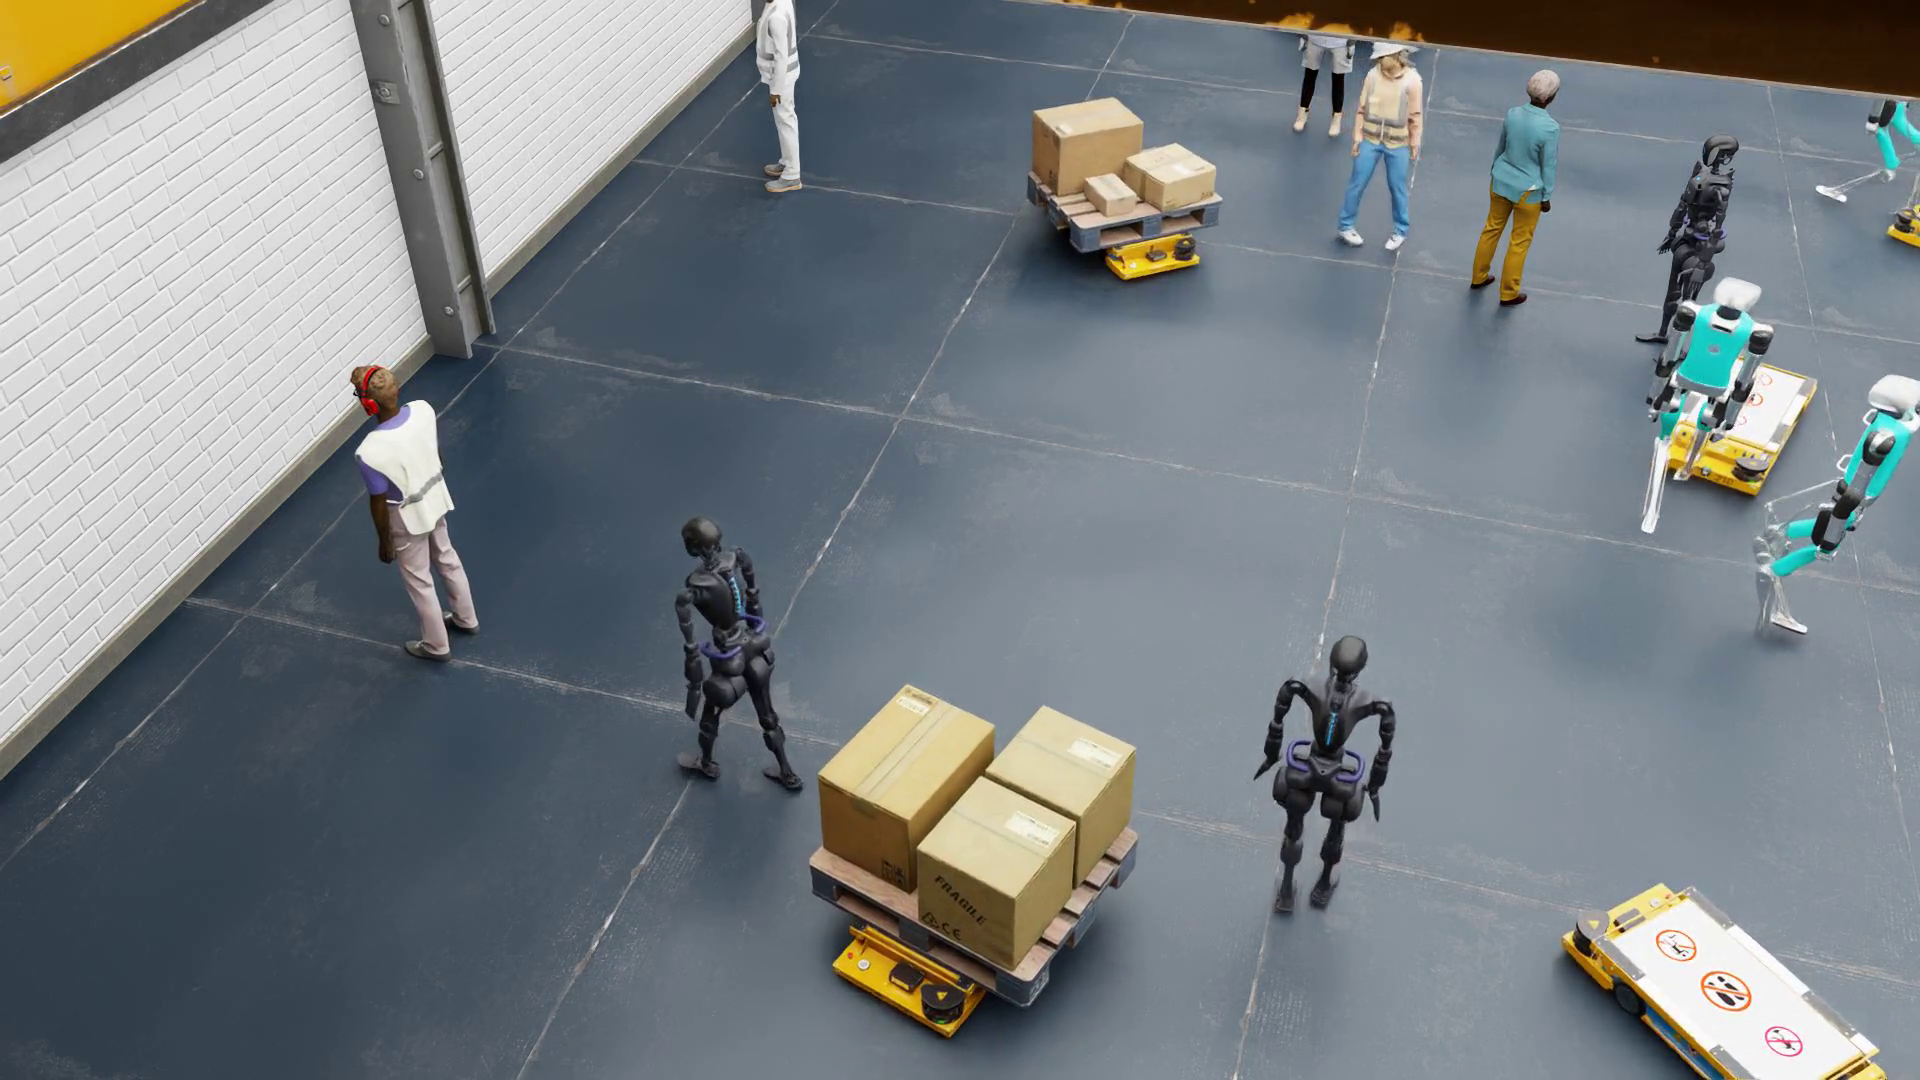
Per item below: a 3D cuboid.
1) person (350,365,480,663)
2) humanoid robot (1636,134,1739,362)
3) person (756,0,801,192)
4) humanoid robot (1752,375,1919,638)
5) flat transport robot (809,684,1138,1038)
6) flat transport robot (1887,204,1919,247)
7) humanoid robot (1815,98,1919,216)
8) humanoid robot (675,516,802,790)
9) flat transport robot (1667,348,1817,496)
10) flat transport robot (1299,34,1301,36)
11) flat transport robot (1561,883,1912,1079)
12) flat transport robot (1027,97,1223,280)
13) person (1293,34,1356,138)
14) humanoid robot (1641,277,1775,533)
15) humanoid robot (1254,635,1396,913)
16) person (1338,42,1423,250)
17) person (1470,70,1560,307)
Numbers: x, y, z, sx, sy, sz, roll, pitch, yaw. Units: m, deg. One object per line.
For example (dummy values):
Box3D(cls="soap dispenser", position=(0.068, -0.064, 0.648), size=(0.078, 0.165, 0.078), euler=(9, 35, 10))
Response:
Box3D(cls="person", position=(-2.914, -0.128, 8.917), size=(0.393, 1.837, 0.557), euler=(12, 40, 15))
Box3D(cls="humanoid robot", position=(4.994, -1.984, 11.337), size=(0.315, 1.657, 0.599), euler=(-1, 39, -2))
Box3D(cls="person", position=(-1.463, -3.721, 13.347), size=(0.356, 1.882, 0.572), euler=(-2, 39, -3))
Box3D(cls="humanoid robot", position=(4.615, -0.132, 9.059), size=(0.689, 1.888, 0.542), euler=(29, 47, 31))
Box3D(cls="flat transport robot", position=(0.080, 1.672, 7.925), size=(0.659, 0.231, 1.431), euler=(23, 44, 26))
Box3D(cls="flat transport robot", position=(8.039, -2.289, 12.852), size=(0.659, 0.231, 1.431), euler=(-31, 48, -32))
Box3D(cls="humanoid robot", position=(7.445, -3.305, 12.968), size=(0.534, 1.761, 0.985), euler=(-32, 49, -33))
Box3D(cls="humanoid robot", position=(-1.137, 0.581, 8.176), size=(0.648, 1.629, 0.591), euler=(23, 44, 26))
Box3D(cls="flat transport robot", position=(5.162, -0.816, 11.019), size=(0.659, 0.231, 1.431), euler=(24, 45, 27))
Box3D(cls="flat transport robot", position=(3.930, -5.257, 16.544), size=(1.431, 0.231, 0.659), euler=(-11, 40, -14))
Box3D(cls="flat transport robot", position=(3.435, 2.122, 7.365), size=(0.659, 0.231, 1.431), euler=(-19, 43, -22))
Box3D(cls="flat transport robot", position=(1.263, -2.505, 13.120), size=(0.659, 0.231, 1.431), euler=(-14, 41, -17))
Box3D(cls="person", position=(3.144, -4.268, 14.181), size=(0.535, 1.688, 0.322), euler=(15, 41, 18))
Box3D(cls="humanoid robot", position=(4.471, -0.921, 10.000), size=(0.551, 1.767, 0.964), euler=(21, 43, 24))
Box3D(cls="humanoid robot", position=(1.638, 1.080, 7.547), size=(0.590, 1.659, 0.352), euler=(11, 40, 14))
Box3D(cls="person", position=(3.248, -3.027, 12.627), size=(0.509, 1.692, 0.429), euler=(18, 42, 21))
Box3D(cls="person", position=(4.032, -2.528, 11.974), size=(0.342, 1.749, 0.530), euler=(-22, 44, -25))
